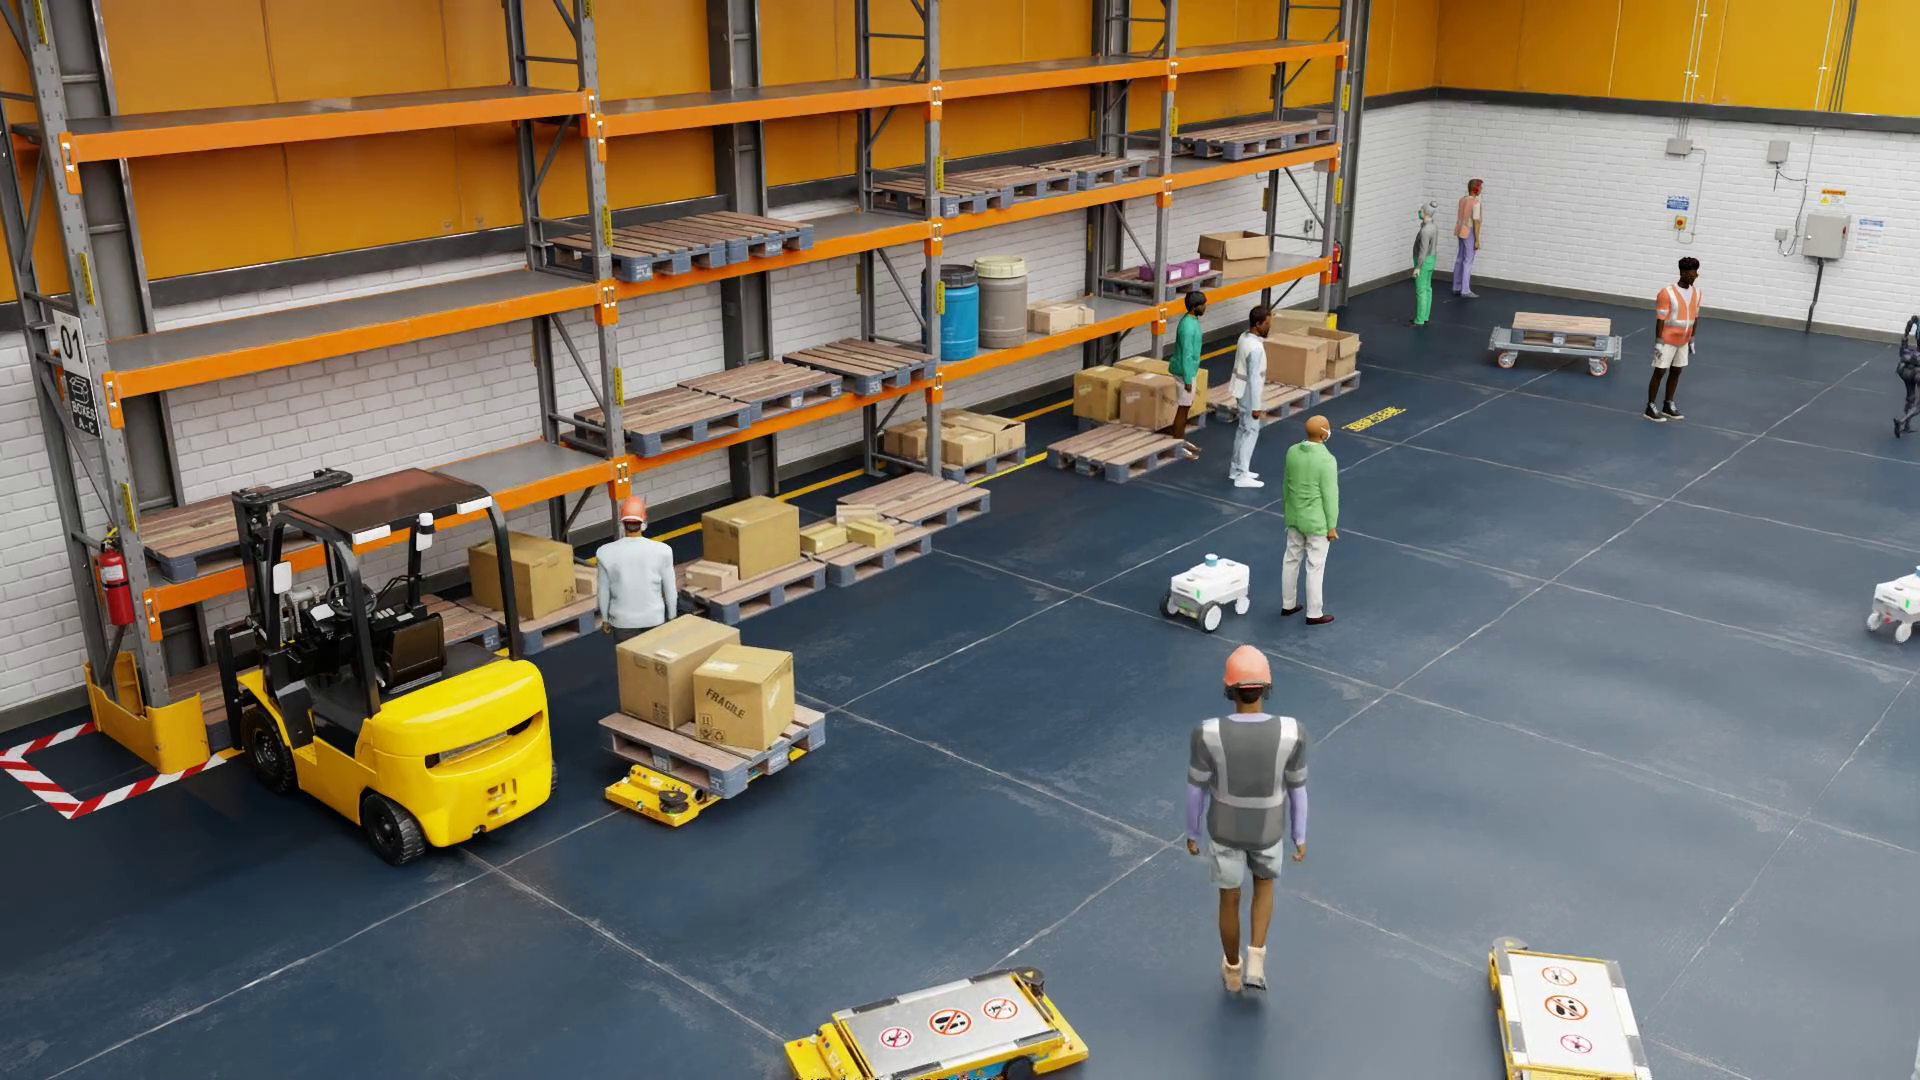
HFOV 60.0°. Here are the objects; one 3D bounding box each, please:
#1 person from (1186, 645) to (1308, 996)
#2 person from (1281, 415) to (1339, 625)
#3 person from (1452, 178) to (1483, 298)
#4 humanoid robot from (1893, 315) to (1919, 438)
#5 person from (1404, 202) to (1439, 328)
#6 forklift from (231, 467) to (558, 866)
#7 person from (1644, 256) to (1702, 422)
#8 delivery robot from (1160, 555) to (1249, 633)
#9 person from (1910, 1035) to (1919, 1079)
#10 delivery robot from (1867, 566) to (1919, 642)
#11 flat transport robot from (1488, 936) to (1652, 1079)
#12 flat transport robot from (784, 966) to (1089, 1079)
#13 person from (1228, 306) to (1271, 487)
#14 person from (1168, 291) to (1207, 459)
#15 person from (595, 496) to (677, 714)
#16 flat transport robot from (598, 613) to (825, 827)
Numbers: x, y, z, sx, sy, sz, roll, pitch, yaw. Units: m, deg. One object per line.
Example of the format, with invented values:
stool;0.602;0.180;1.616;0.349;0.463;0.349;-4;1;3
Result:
person;1.524;1.525;8.885;0.648;2.026;0.439;1;20;4
person;2.909;-0.170;13.825;0.384;1.784;0.539;-15;25;-36
person;7.974;-4.741;26.119;0.391;1.847;0.563;-4;21;-12
humanoid robot;10.858;-1.982;18.910;0.583;1.644;0.591;-9;22;-24
person;6.721;-4.004;24.136;0.341;1.839;0.511;12;24;30
forklift;-3.730;0.710;10.856;2.313;2.155;1.214;17;26;38
person;8.391;-2.361;19.522;0.595;1.958;0.369;-7;21;-18
delivery robot;2.097;0.413;14.000;0.778;0.581;0.499;-17;26;-39
person;4.988;1.907;8.000;0.626;1.931;0.359;-9;22;-24
delivery robot;7.935;0.506;13.764;0.774;0.592;0.499;-9;22;-23
flat transport robot;3.144;2.563;8.607;0.659;0.231;1.431;4;21;11
flat transport robot;-0.123;2.591;8.532;1.431;0.231;0.659;-9;22;-22
person;2.985;-1.484;17.213;0.394;1.904;0.600;-1;20;-1
person;2.476;-1.809;18.185;0.404;1.843;0.496;4;21;11
person;-2.327;0.522;12.009;0.572;1.742;0.352;-4;21;-10
flat transport robot;-1.692;1.518;11.439;0.659;0.231;1.431;14;24;33
